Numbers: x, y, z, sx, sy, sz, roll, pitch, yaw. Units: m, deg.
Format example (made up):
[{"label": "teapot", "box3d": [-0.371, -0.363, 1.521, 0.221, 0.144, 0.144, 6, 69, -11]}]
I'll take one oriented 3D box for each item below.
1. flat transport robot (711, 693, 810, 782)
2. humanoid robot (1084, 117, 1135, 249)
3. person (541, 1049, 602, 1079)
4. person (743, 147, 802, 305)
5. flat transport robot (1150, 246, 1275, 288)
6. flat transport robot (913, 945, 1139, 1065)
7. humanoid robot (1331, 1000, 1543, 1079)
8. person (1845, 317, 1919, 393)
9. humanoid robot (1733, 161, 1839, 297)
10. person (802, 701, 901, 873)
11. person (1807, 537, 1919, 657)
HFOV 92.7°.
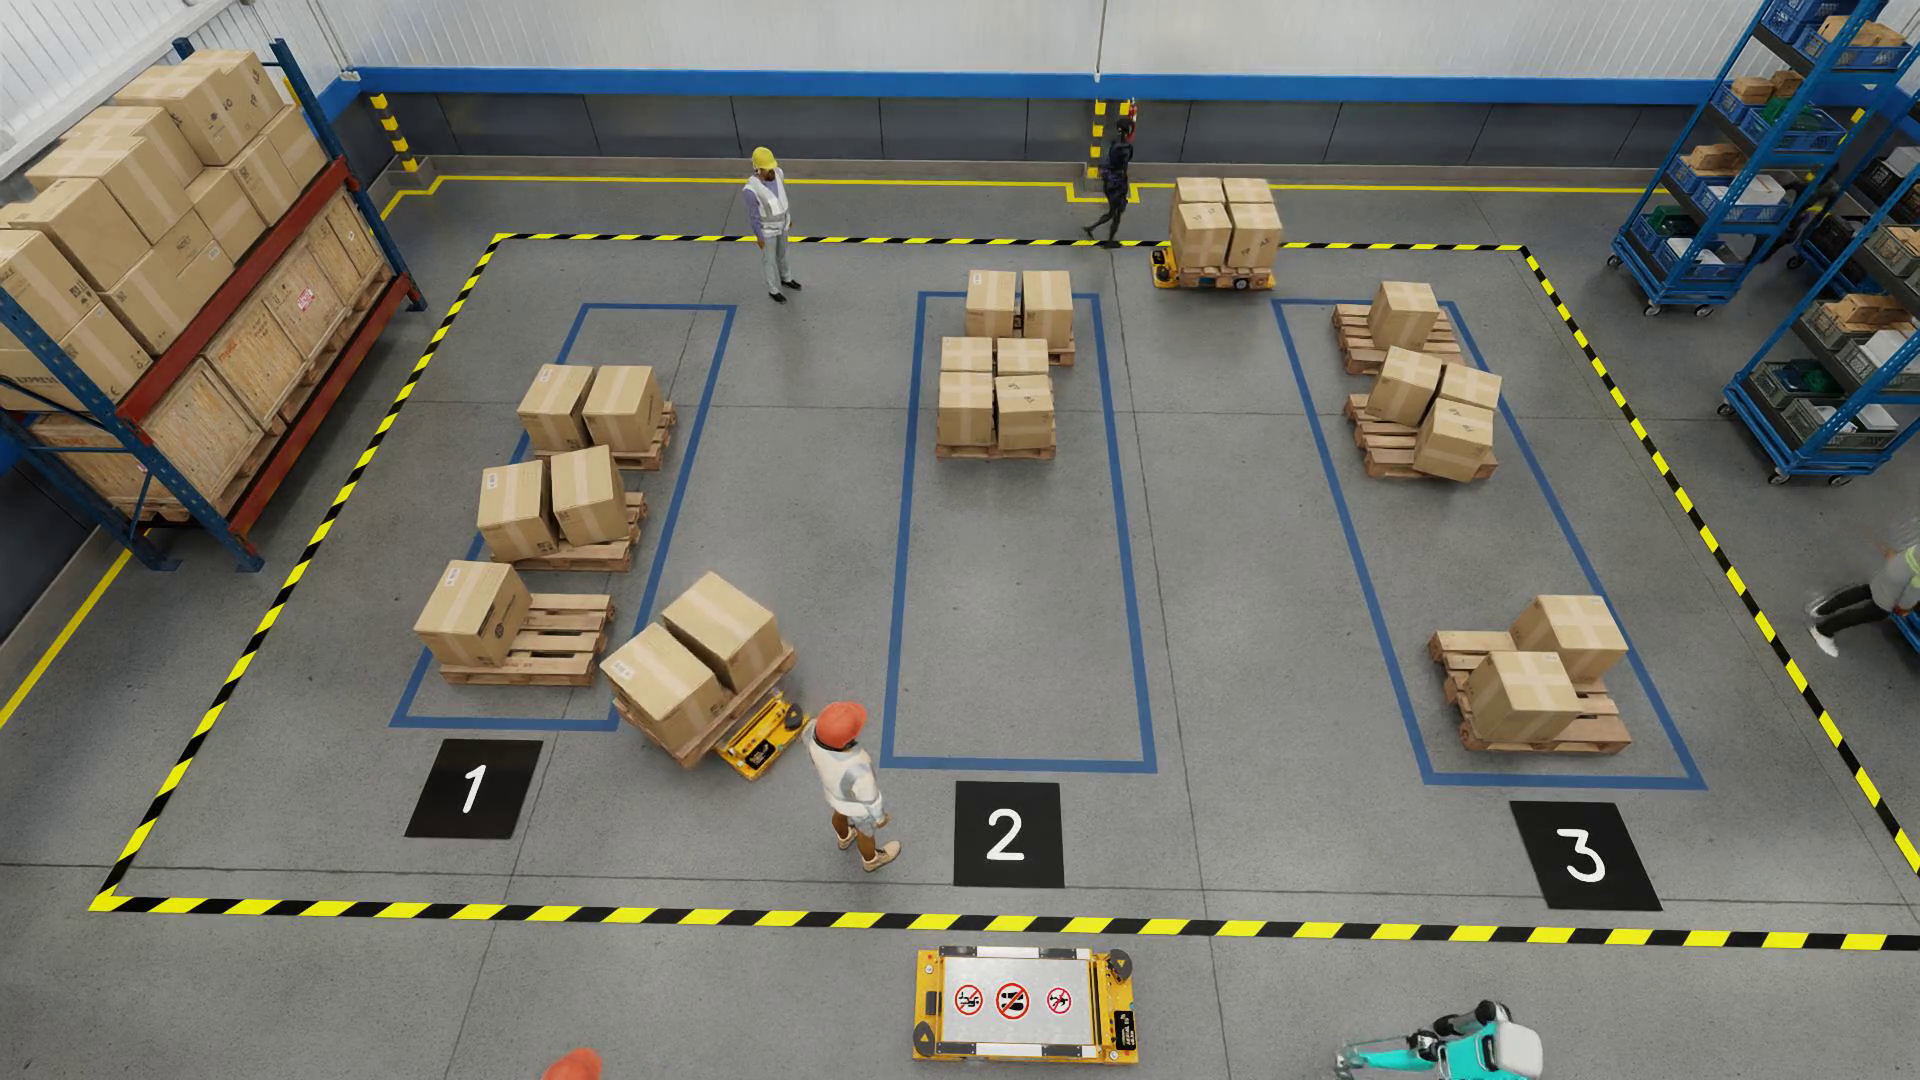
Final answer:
[{"label": "flat transport robot", "box3d": [-1.968, 1.278, 7.426, 1.431, 0.197, 0.652, 31, 57, 22]}, {"label": "humanoid robot", "box3d": [1.822, -4.274, 11.062, 0.465, 1.637, 0.608, -8, 51, -6]}, {"label": "person", "box3d": [-1.795, 3.074, 4.838, 0.610, 2.039, 0.389, -4, 51, -3]}, {"label": "person", "box3d": [-2.108, -3.572, 10.388, 0.405, 1.833, 0.589, 26, 55, 19]}, {"label": "flat transport robot", "box3d": [3.084, -3.360, 11.207, 1.431, 0.197, 0.652, 1, 51, 1]}, {"label": "flat transport robot", "box3d": [0.422, 3.041, 6.007, 1.431, 0.231, 0.659, 1, 51, 1]}, {"label": "humanoid robot", "box3d": [2.448, 2.986, 5.108, 0.796, 1.767, 0.581, 8, 51, 6]}, {"label": "person", "box3d": [9.606, -2.023, 9.141, 0.568, 1.807, 0.908, -1, 51, -1]}, {"label": "humanoid robot", "box3d": [9.503, -3.651, 10.595, 0.610, 1.647, 0.761, 24, 55, 18]}, {"label": "person", "box3d": [-0.702, 1.628, 6.012, 0.606, 2.048, 0.367, 36, 59, 25]}, {"label": "person", "box3d": [7.543, 0.277, 7.268, 0.455, 1.807, 0.733, 36, 59, 25]}]
